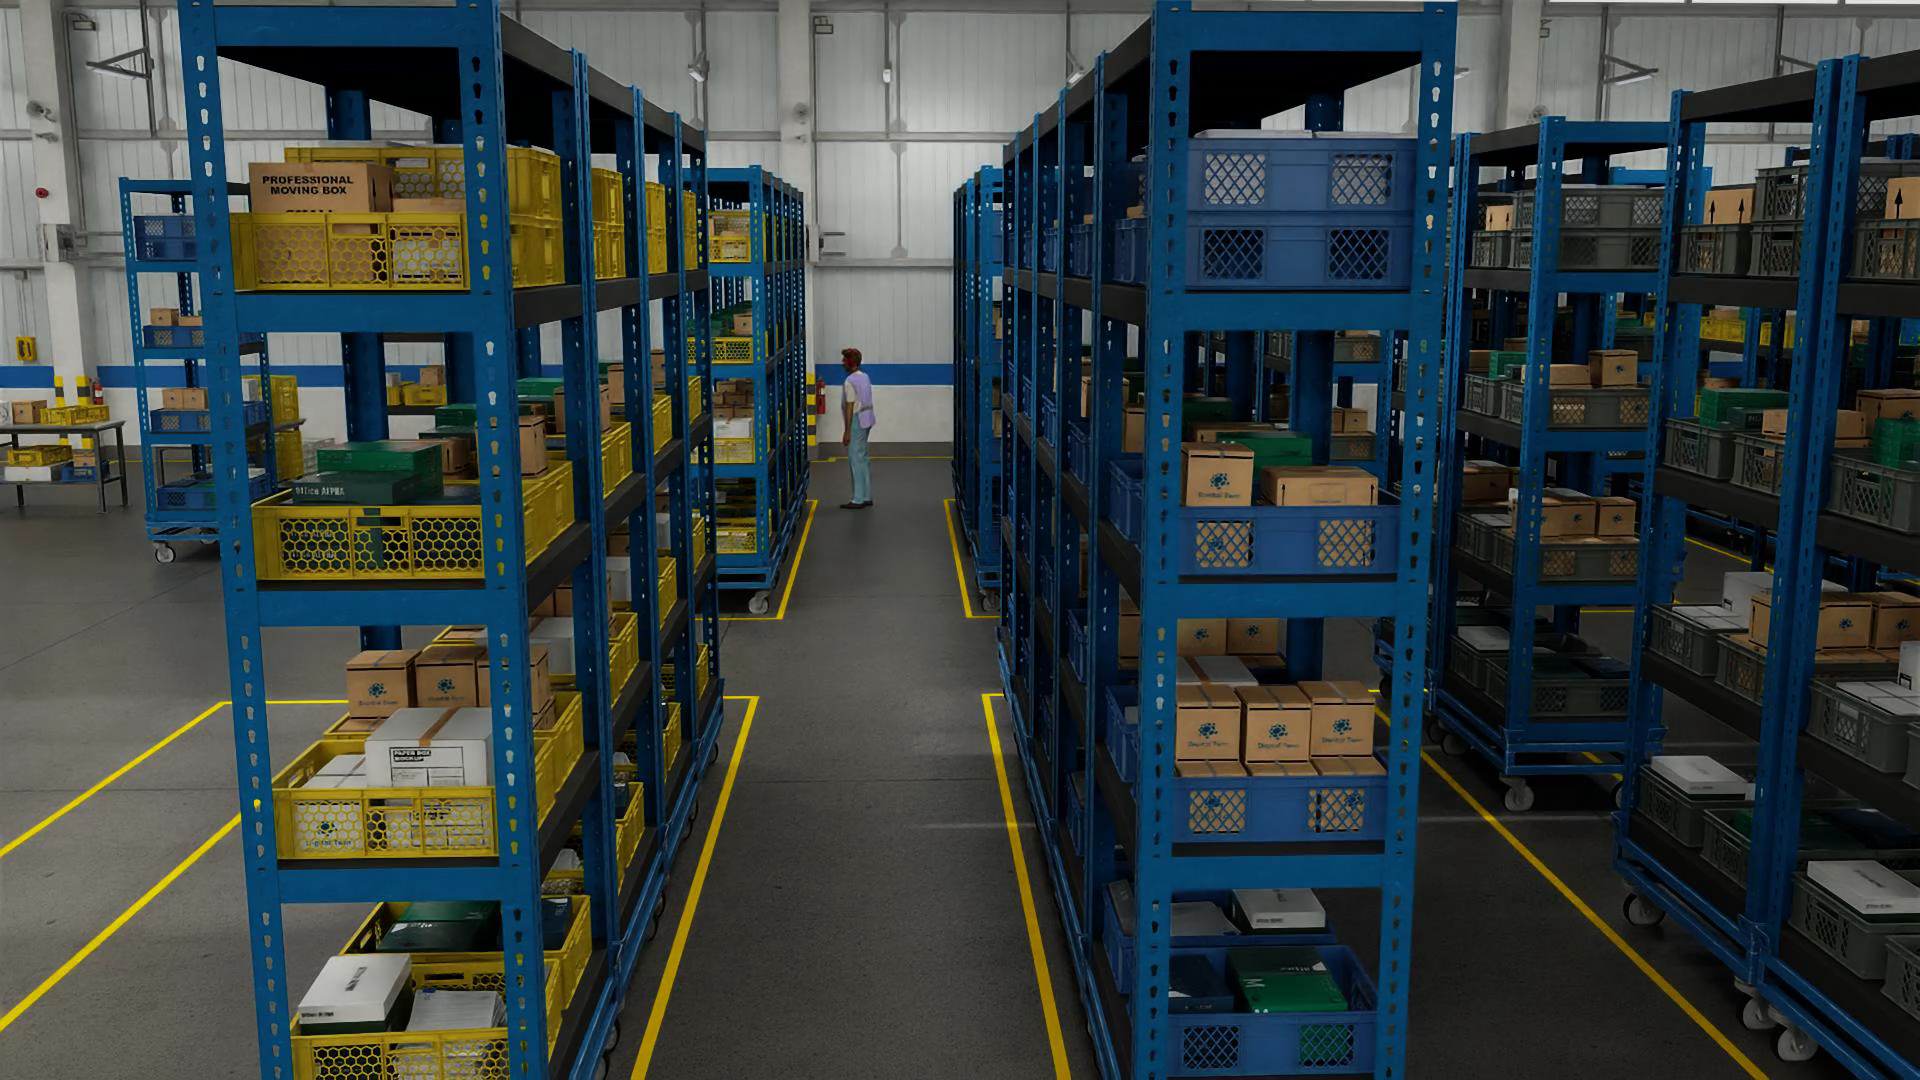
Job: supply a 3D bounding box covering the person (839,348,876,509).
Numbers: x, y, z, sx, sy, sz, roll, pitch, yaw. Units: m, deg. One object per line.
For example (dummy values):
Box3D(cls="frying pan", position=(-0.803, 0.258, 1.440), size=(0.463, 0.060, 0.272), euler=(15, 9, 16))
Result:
Box3D(cls="person", position=(-1.164, -1.268, 19.004), size=(0.388, 1.835, 0.560), euler=(3, 10, 15))
